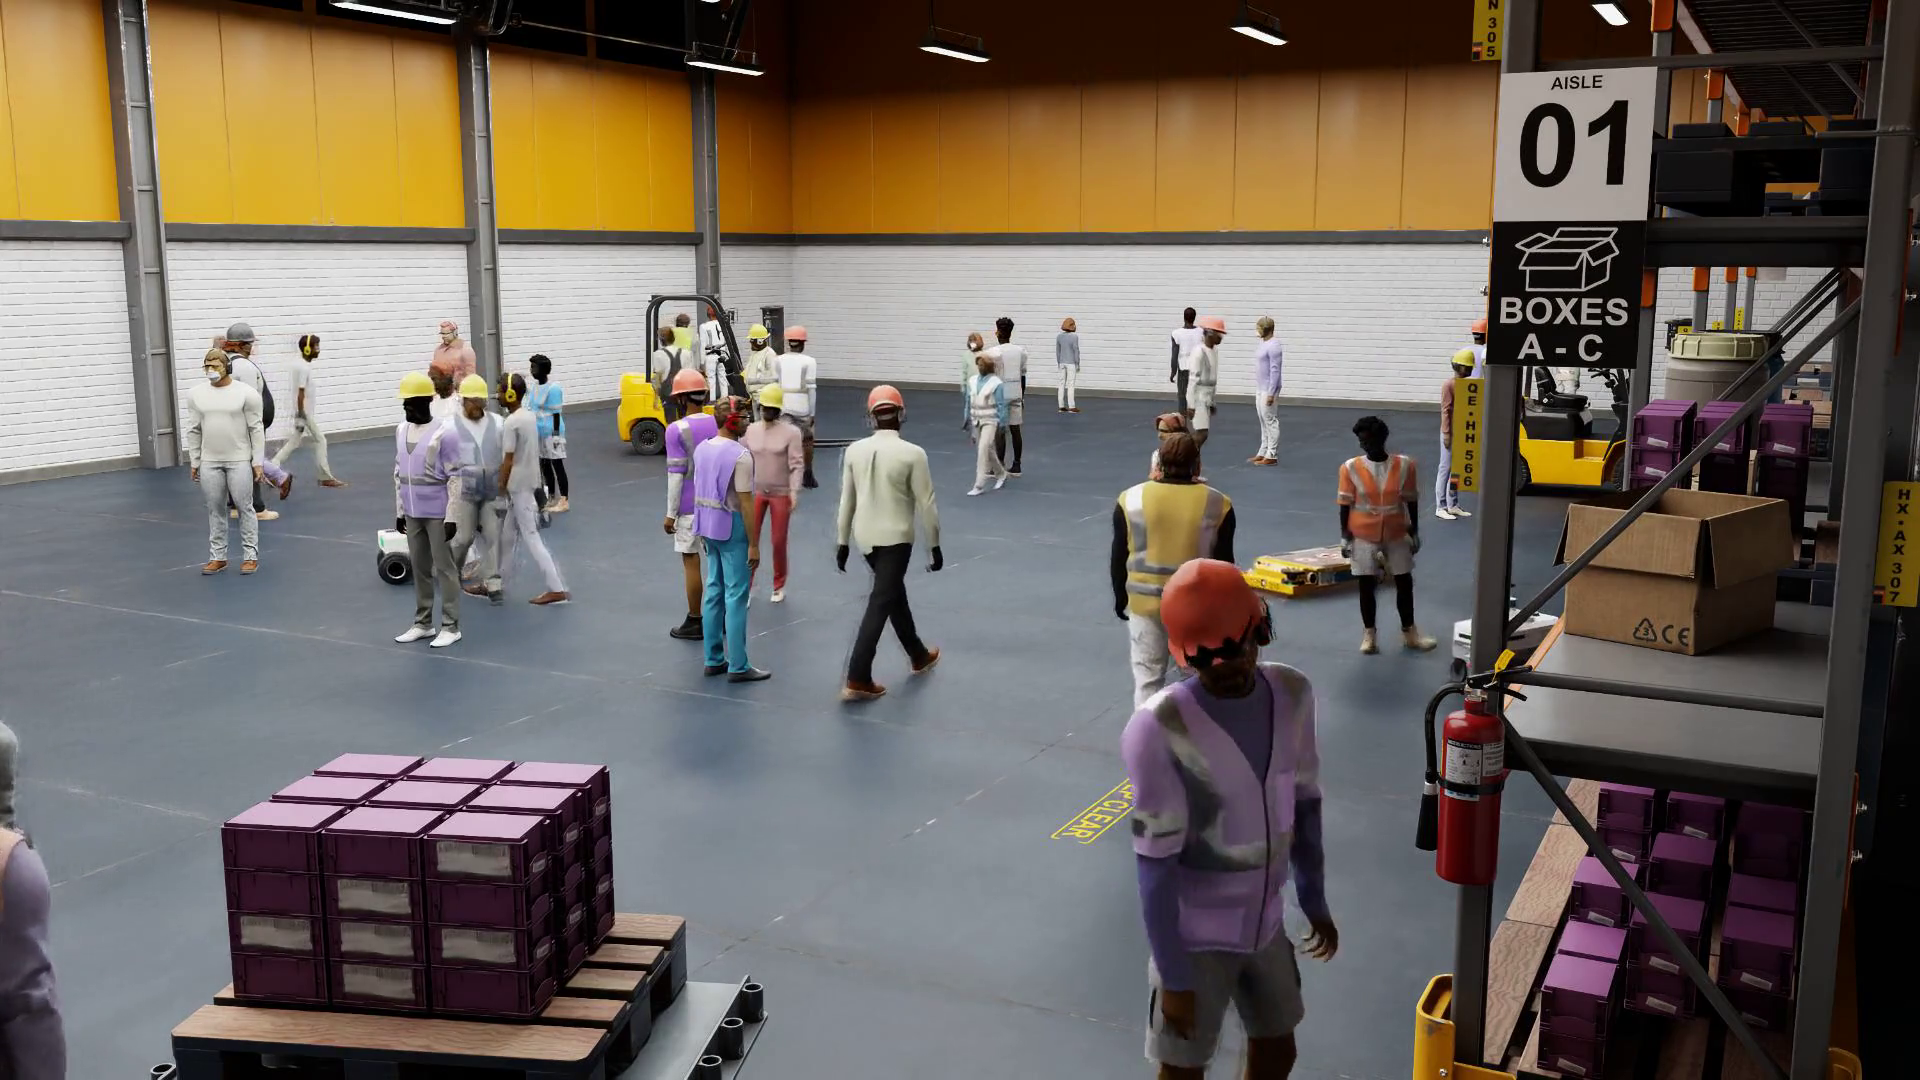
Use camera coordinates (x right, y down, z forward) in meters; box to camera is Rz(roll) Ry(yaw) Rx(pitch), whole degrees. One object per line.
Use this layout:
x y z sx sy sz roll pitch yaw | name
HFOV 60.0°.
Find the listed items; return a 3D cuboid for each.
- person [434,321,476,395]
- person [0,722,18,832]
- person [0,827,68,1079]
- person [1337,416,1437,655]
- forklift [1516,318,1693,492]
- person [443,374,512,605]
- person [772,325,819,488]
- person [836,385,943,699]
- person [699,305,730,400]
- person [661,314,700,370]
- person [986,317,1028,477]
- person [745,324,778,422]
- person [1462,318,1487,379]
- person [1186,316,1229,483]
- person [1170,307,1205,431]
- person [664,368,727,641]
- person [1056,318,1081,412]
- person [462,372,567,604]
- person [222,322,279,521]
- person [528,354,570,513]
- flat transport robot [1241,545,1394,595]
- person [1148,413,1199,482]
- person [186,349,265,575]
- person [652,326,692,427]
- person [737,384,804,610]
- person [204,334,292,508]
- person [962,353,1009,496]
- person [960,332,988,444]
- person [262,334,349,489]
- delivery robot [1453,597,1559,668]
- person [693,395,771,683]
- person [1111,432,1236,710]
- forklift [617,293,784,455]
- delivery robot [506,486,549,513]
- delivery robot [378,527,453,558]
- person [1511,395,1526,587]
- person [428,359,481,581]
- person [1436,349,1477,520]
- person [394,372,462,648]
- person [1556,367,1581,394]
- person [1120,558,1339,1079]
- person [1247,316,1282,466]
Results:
-6.390 -1.805 20.929 0.639 1.903 0.409 5 11 25 | person
-3.056 1.065 4.906 0.569 1.701 0.402 -2 10 -14 | person
-2.165 1.265 3.401 0.631 1.822 0.621 -6 11 -30 | person
2.904 -0.029 11.347 0.688 1.656 0.345 0 10 2 | person
7.066 -1.601 18.899 2.313 2.155 1.214 5 11 27 | forklift
-3.820 -0.409 13.100 0.601 1.819 0.574 -6 12 -32 | person
-1.885 -1.524 19.256 0.562 1.907 0.737 2 10 12 | person
-0.443 -0.002 10.462 0.639 1.921 1.074 8 13 39 | person
-4.157 -3.049 28.187 0.575 1.882 0.355 -8 12 -38 | person
-4.449 -2.628 26.007 0.795 1.798 0.433 -5 11 -25 | person
0.551 -1.744 20.386 0.603 1.966 0.368 -7 12 -35 | person
-2.574 -1.877 21.563 0.404 1.827 0.589 -6 11 -31 | person
6.419 -1.771 20.626 0.361 1.938 0.546 -9 13 -41 | person
2.895 -1.654 19.767 0.561 2.008 0.630 5 11 24 | person
3.494 -2.574 25.330 0.587 1.920 0.391 -1 10 -7 | person
-1.884 -0.252 11.845 0.366 1.935 0.543 9 13 41 | person
1.876 -3.020 28.734 0.281 1.634 0.498 -9 14 -43 | person
-3.506 -0.396 13.011 0.892 1.823 0.556 1 10 3 | person
-7.356 -1.226 17.170 0.683 2.000 0.536 9 13 41 | person
-4.371 -1.125 17.621 0.323 1.690 0.536 -9 13 -42 | person
3.032 0.233 13.842 1.431 0.197 0.652 -7 12 -35 | flat transport robot
1.519 -0.091 11.805 0.317 1.630 0.510 -6 11 -30 | person
-6.270 -0.664 14.214 0.638 1.938 0.357 0 10 -2 | person
-3.696 -1.854 21.477 0.530 1.815 0.472 -6 12 -32 | person
-1.470 -0.346 12.950 0.545 1.737 0.571 1 10 4 | person
-7.782 -1.292 18.031 0.815 1.884 0.649 -8 13 -40 | person
0.327 -1.343 19.080 0.784 1.610 0.511 -9 14 -44 | person
0.237 -2.185 23.921 0.535 1.619 0.348 5 11 27 | person
-7.702 -1.486 19.346 0.925 1.819 0.592 -4 11 -24 | person
3.477 0.607 10.589 0.707 0.478 0.477 -7 12 -34 | delivery robot
-1.498 -0.005 10.672 0.373 1.841 0.571 -9 13 -42 | person
1.094 0.355 8.603 0.643 1.837 0.439 2 10 10 | person
-3.588 -2.317 23.042 2.313 2.155 1.214 -1 10 -5 | forklift
-4.408 -0.405 16.446 0.477 0.478 0.707 6 12 31 | delivery robot
-4.522 0.016 14.009 0.707 0.478 0.477 -4 11 -20 | delivery robot
4.416 -0.393 13.528 0.276 1.631 0.507 6 11 31 | person
-4.282 -0.573 13.902 0.453 1.866 0.578 -8 13 -40 | person
5.159 -1.096 17.226 0.523 1.765 0.322 -9 14 -43 | person
-3.735 -0.212 11.634 0.588 1.927 0.371 5 11 29 | person
9.229 -2.422 25.258 0.308 1.641 0.517 -3 10 -17 | person
0.692 1.006 4.407 0.689 1.997 0.459 -7 12 -36 | person
3.962 -1.916 21.478 0.371 1.935 0.627 -1 10 -4 | person
